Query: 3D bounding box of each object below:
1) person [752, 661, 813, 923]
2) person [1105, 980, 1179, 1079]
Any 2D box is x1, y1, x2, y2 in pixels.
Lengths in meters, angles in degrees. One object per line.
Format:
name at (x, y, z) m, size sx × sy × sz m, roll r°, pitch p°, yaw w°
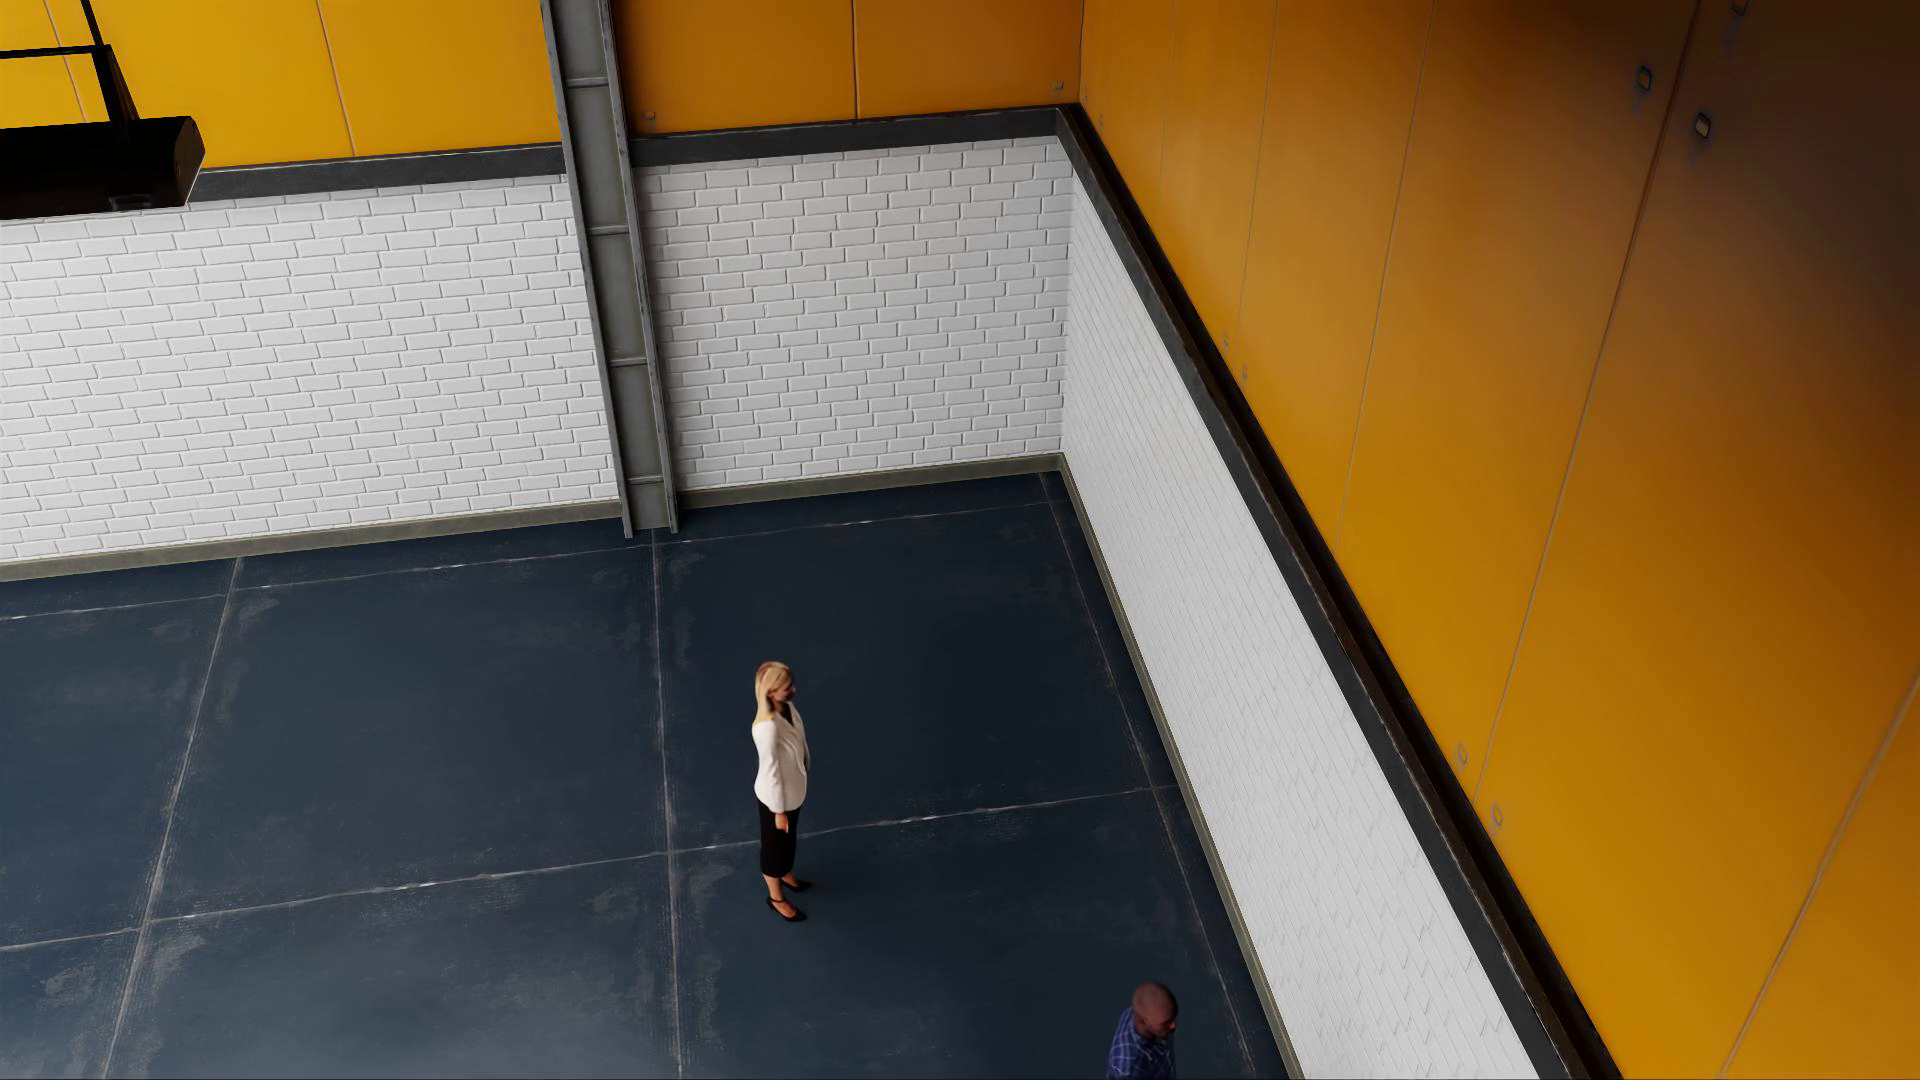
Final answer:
person at (-0.975, 1.375, 9.134) m, size 0.600 × 1.857 × 0.672 m, roll 2°, pitch 39°, yaw 3°
person at (0.795, 2.619, 7.606) m, size 0.761 × 1.819 × 0.757 m, roll 11°, pitch 40°, yaw 13°
